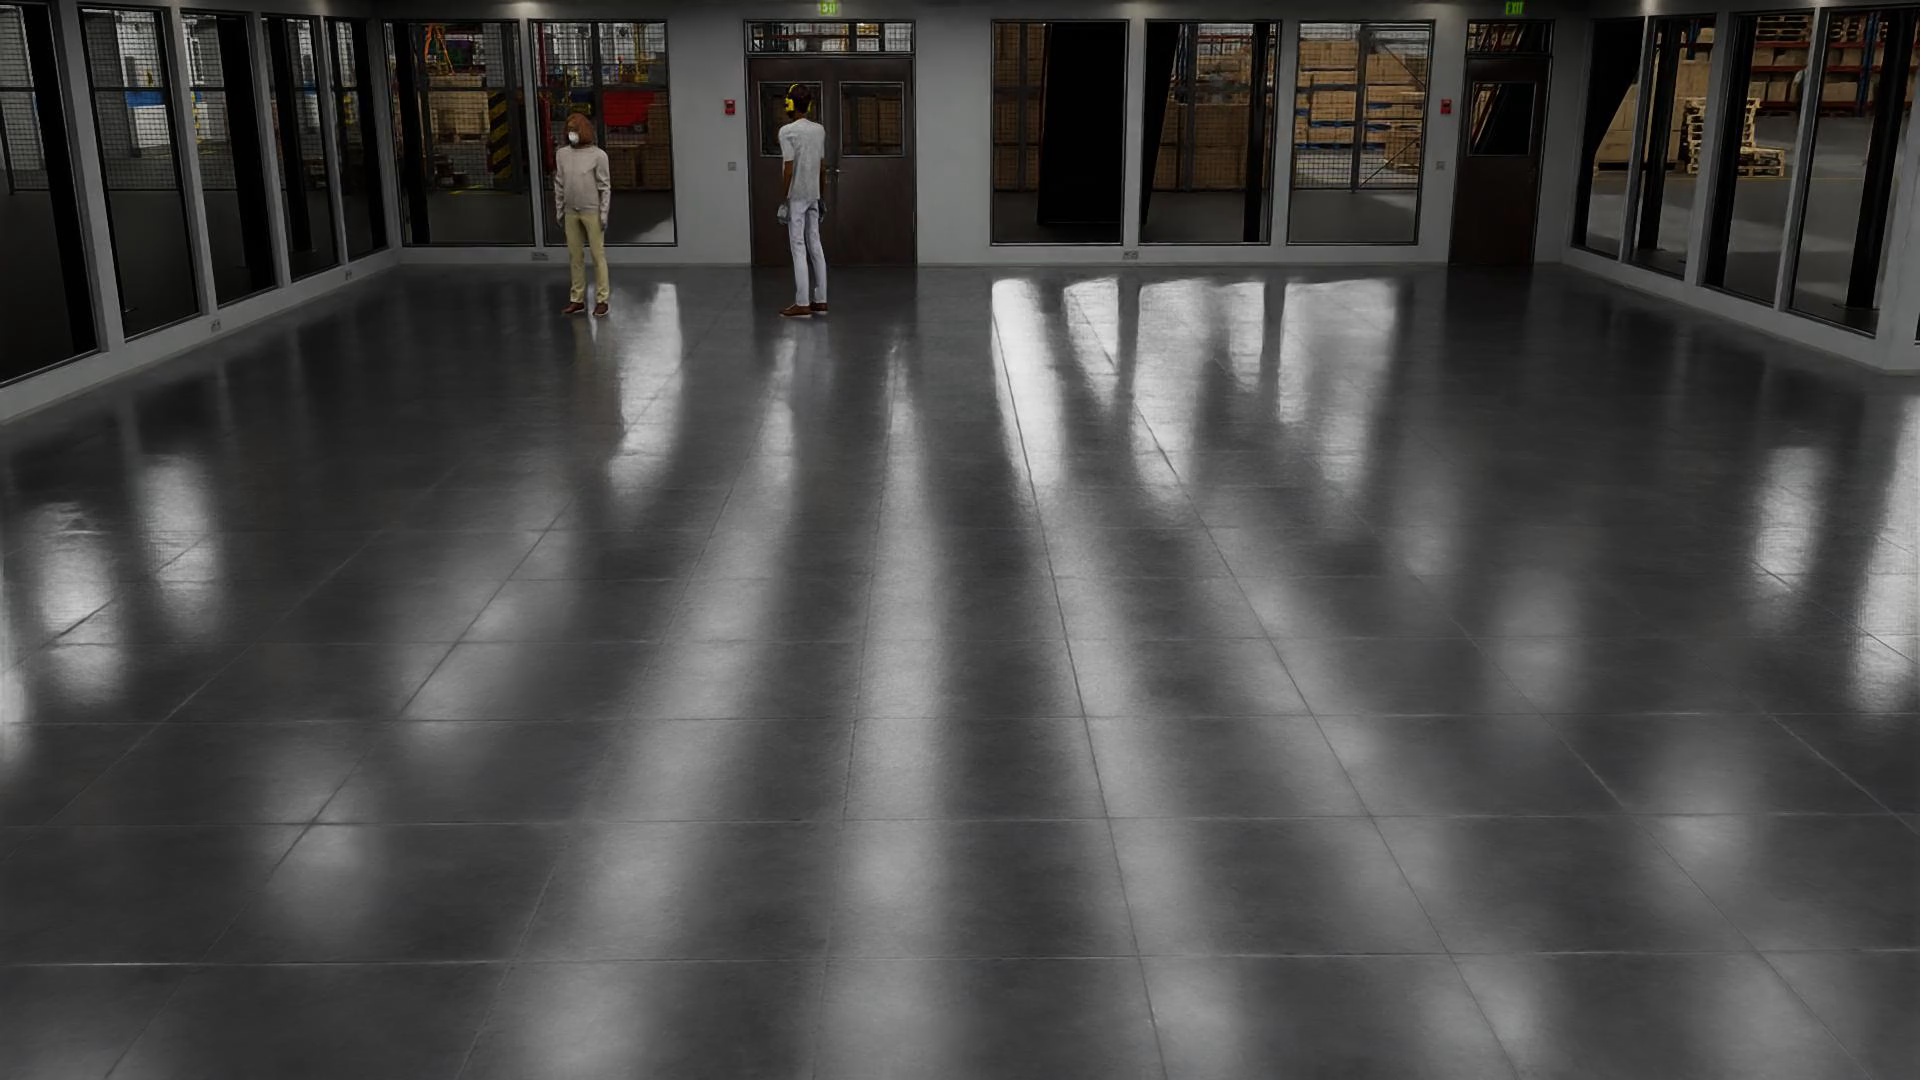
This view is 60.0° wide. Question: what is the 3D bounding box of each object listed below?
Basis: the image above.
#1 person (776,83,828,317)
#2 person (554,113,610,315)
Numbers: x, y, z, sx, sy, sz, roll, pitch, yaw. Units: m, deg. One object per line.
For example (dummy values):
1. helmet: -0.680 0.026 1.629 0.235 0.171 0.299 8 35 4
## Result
1. person: -1.295 -2.759 13.562 0.310 1.868 0.532 12 20 36
2. person: -3.097 -2.667 13.651 0.497 1.636 0.286 5 17 18
